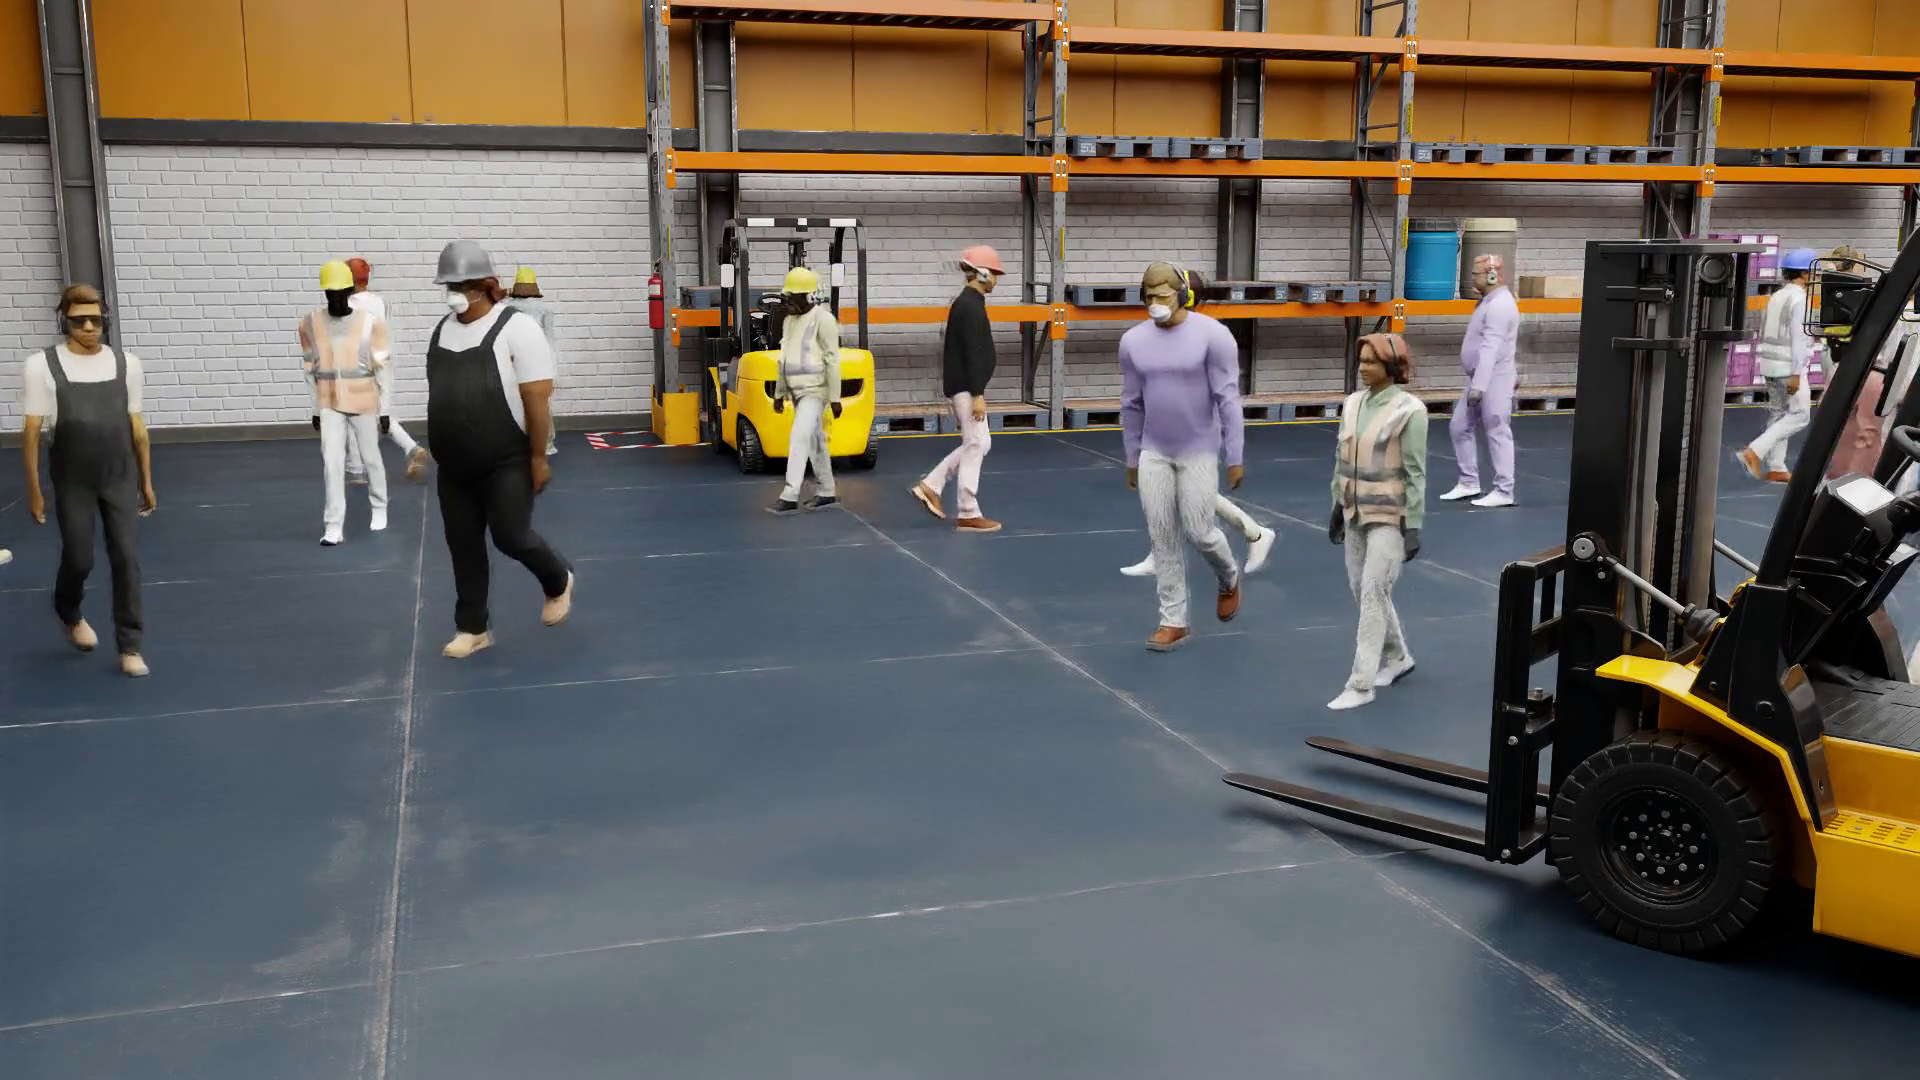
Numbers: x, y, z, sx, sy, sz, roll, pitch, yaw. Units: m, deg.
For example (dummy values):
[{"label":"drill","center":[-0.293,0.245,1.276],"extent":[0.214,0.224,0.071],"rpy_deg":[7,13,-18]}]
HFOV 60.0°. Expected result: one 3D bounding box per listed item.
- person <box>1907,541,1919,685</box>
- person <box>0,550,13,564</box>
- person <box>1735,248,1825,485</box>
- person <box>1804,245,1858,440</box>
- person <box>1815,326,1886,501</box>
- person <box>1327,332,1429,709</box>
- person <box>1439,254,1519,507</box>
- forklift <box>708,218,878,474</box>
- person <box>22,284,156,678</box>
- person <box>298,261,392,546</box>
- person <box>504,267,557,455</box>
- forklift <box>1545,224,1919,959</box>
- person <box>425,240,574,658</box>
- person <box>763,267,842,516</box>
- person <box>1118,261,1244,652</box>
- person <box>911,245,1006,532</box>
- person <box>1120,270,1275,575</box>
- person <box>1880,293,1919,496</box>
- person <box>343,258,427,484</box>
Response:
[{"label":"person","center":[4.257,-0.024,6.942],"extent":[0.895,1.587,0.516],"rpy_deg":[-3,11,-14]},{"label":"person","center":[-6.057,-0.785,9.918],"extent":[0.623,2.028,0.683],"rpy_deg":[3,11,15]},{"label":"person","center":[6.639,-1.384,13.447],"extent":[0.552,1.934,0.611],"rpy_deg":[0,10,3]},{"label":"person","center":[8.503,-1.874,16.124],"extent":[0.369,1.940,0.631],"rpy_deg":[3,11,16]},{"label":"person","center":[4.129,-0.273,7.931],"extent":[0.642,1.718,0.586],"rpy_deg":[1,10,4]},{"label":"person","center":[1.834,-0.085,7.256],"extent":[0.535,1.654,0.527],"rpy_deg":[-5,11,-26]},{"label":"person","center":[3.888,-1.181,12.461],"extent":[0.663,1.884,0.649],"rpy_deg":[1,10,7]},{"label":"forklift","center":[-1.522,-1.778,14.899],"extent":[1.214,2.155,2.313],"rpy_deg":[-3,11,-17]},{"label":"person","center":[-4.061,-0.282,7.733],"extent":[0.550,1.821,0.637],"rpy_deg":[-9,14,-42]},{"label":"person","center":[-4.106,-0.932,11.183],"extent":[0.599,1.875,1.031],"rpy_deg":[-1,10,-6]},{"label":"person","center":[-4.003,-1.652,15.445],"extent":[0.490,1.743,0.324],"rpy_deg":[-2,10,-10]},{"label":"forklift","center":[2.909,0.117,4.508],"extent":[2.313,2.155,1.214],"rpy_deg":[9,14,40]},{"label":"person","center":[-2.264,-0.460,8.095],"extent":[0.701,2.000,0.739],"rpy_deg":[4,11,22]},{"label":"person","center":[-1.209,-1.072,12.119],"extent":[0.813,1.791,0.630],"rpy_deg":[-7,13,-34]},{"label":"person","center":[1.130,-0.422,8.255],"extent":[0.682,1.907,0.659],"rpy_deg":[8,13,36]},{"label":"person","center":[0.028,-1.038,11.449],"extent":[0.584,1.967,0.649],"rpy_deg":[-1,10,-3]},{"label":"person","center":[1.421,-0.673,9.823],"extent":[0.845,1.844,0.514],"rpy_deg":[0,10,-2]},{"label":"person","center":[6.542,-1.002,11.595],"extent":[0.548,1.844,0.553],"rpy_deg":[6,12,30]},{"label":"person","center":[-4.790,-1.363,13.559],"extent":[0.780,1.861,0.579],"rpy_deg":[4,11,19]}]
